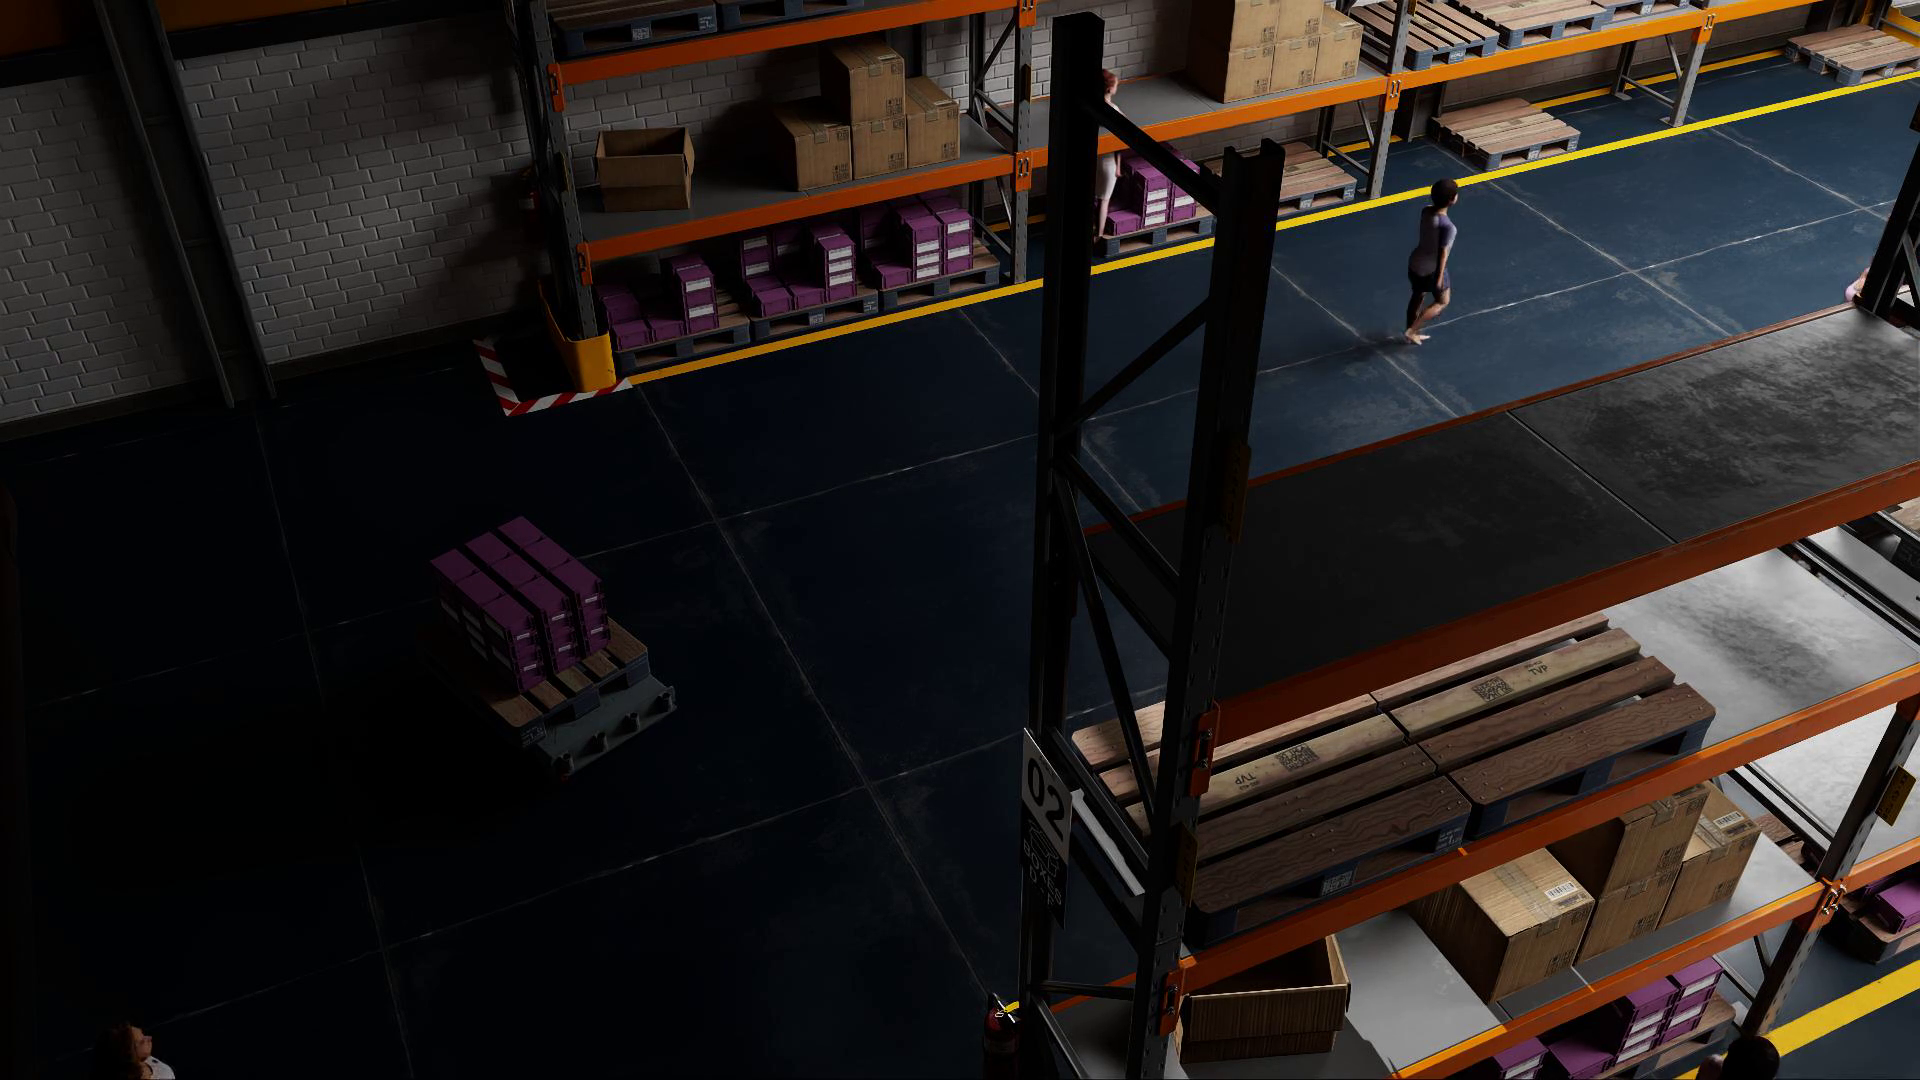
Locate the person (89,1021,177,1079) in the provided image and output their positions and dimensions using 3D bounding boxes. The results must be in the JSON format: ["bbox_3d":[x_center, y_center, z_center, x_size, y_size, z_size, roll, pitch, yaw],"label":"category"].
[{"bbox_3d":[-3.695,2.810,7.561,0.763,1.707,0.696,-26,46,-29],"label":"person"}]

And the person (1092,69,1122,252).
[{"bbox_3d":[1.299,-3.498,15.388,0.577,1.796,0.608,-28,47,-31],"label":"person"}]

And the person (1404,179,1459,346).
[{"bbox_3d":[3.931,-2.327,14.113,0.581,1.557,0.587,-13,40,-16],"label":"person"}]

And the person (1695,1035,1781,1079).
[{"bbox_3d":[3.461,2.808,7.573,1.148,1.694,0.642,-20,43,-23],"label":"person"}]
